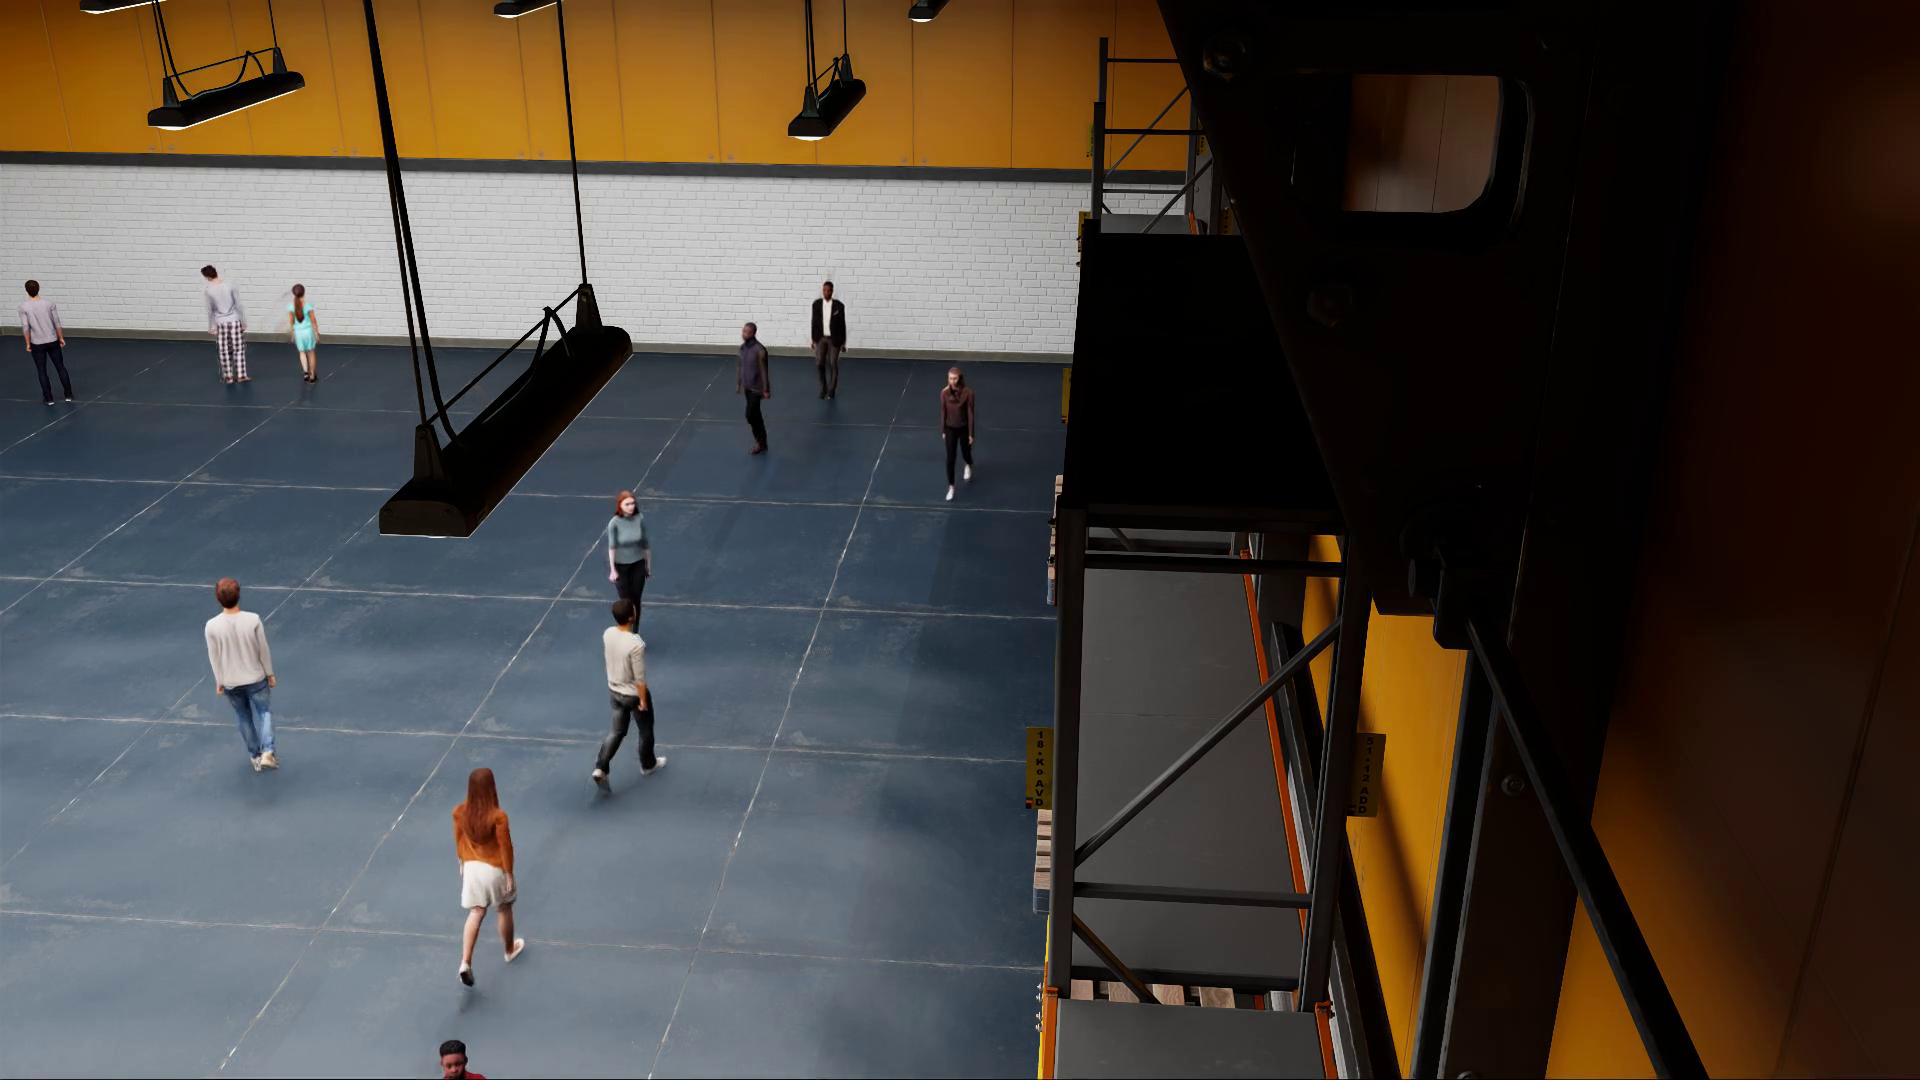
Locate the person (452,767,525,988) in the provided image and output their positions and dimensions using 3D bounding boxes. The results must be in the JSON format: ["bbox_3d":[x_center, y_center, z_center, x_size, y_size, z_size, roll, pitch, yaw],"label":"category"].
[{"bbox_3d":[-3.507,2.487,12.190,0.656,1.704,0.976,4,24,9],"label":"person"}]

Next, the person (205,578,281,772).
[{"bbox_3d":[-6.351,1.268,14.744,0.868,1.890,1.001,-8,25,-18],"label":"person"}]

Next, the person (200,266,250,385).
[{"bbox_3d":[-11.101,-3.277,25.235,0.776,1.816,0.783,-5,24,-11],"label":"person"}]

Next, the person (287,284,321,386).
[{"bbox_3d":[-9.926,-3.087,25.134,0.617,1.549,0.677,-4,24,-9],"label":"person"}]

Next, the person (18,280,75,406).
[{"bbox_3d":[-13.414,-2.910,24.361,0.726,1.843,0.775,-17,29,-34],"label":"person"}]

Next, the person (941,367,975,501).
[{"bbox_3d":[0.006,-1.388,21.099,0.656,1.667,1.097,4,24,9],"label":"person"}]

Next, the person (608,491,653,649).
[{"bbox_3d":[-3.446,0.280,17.196,0.805,1.736,0.873,-14,27,-30],"label":"person"}]

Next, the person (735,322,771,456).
[{"bbox_3d":[-2.703,-2.060,22.437,0.907,1.827,0.846,-18,30,-36],"label":"person"}]

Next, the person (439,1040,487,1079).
[{"bbox_3d":[-3.052,3.604,10.195,0.583,1.254,0.613,-9,25,-19],"label":"person"}]

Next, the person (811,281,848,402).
[{"bbox_3d":[-1.926,-2.955,24.535,0.704,1.785,0.652,3,24,6],"label":"person"}]

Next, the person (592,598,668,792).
[{"bbox_3d":[-2.990,1.374,14.628,0.949,1.789,1.161,14,27,29],"label":"person"}]
